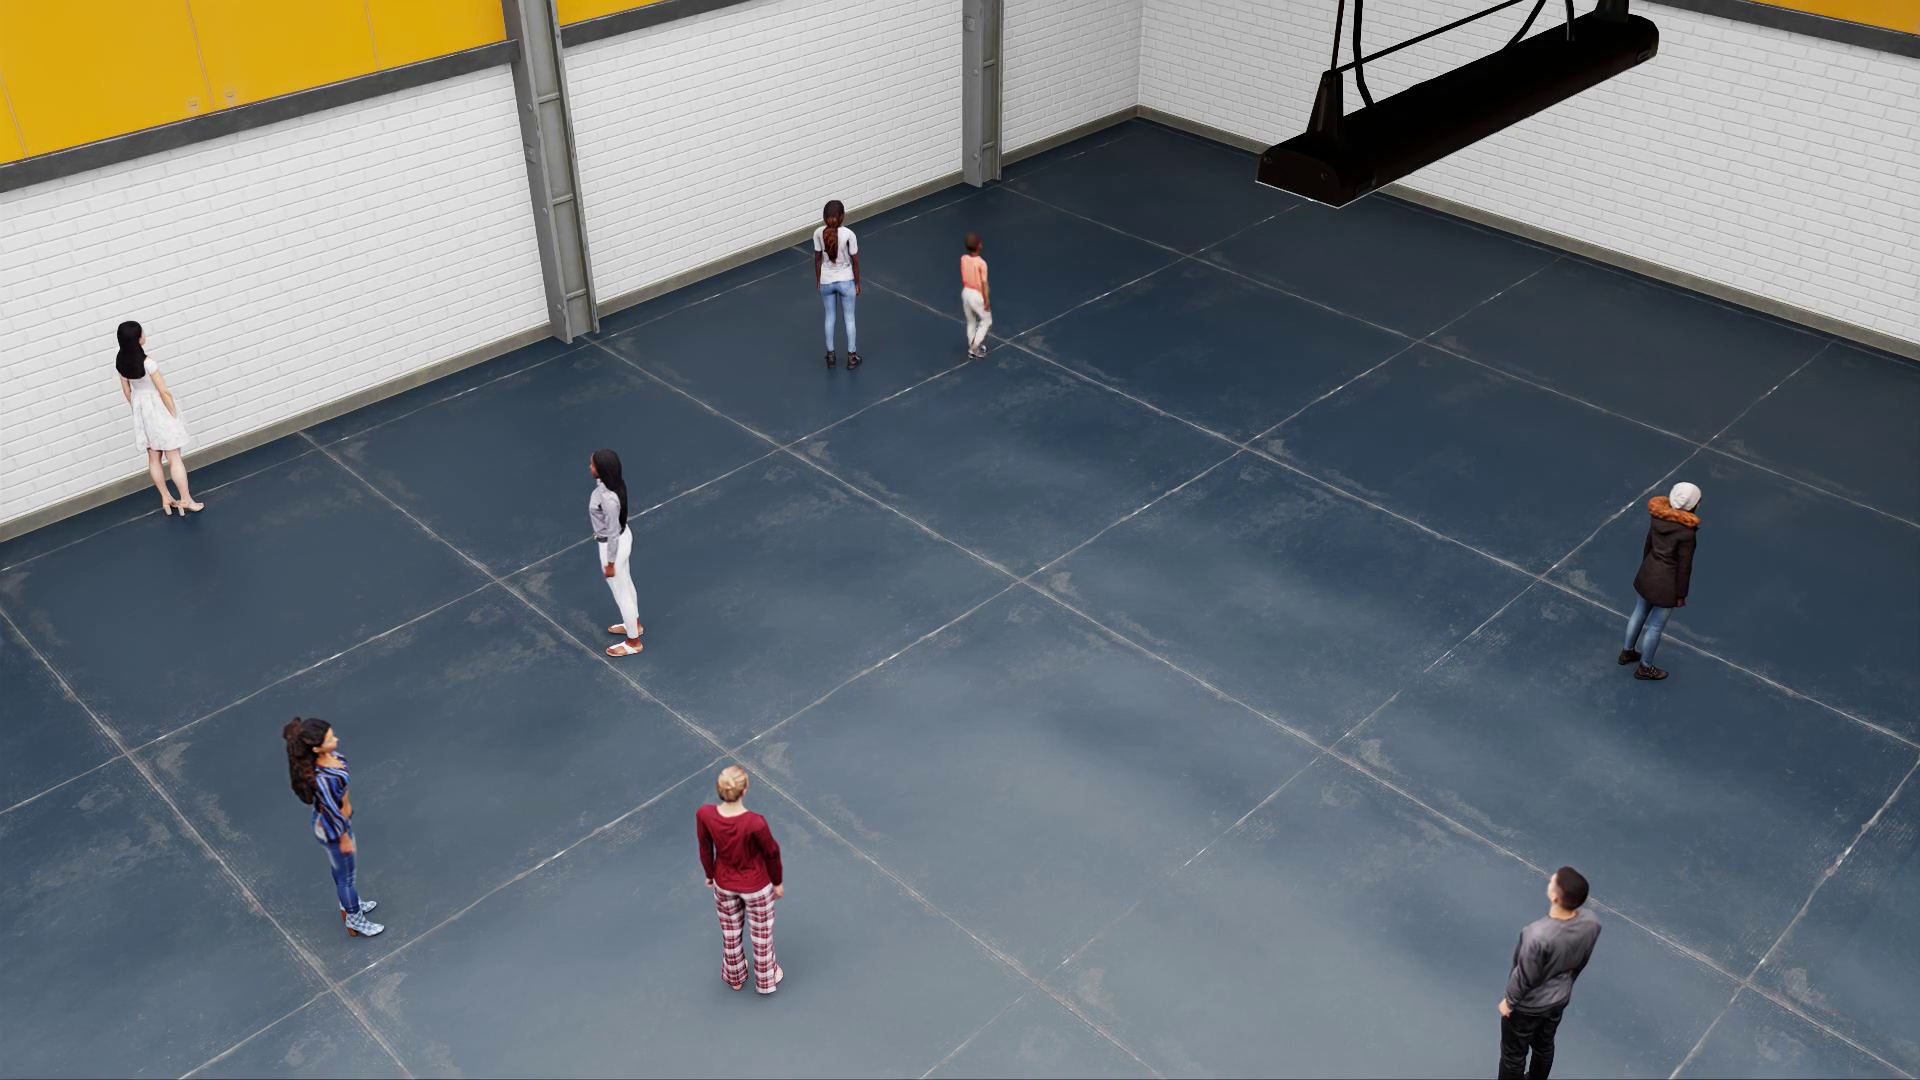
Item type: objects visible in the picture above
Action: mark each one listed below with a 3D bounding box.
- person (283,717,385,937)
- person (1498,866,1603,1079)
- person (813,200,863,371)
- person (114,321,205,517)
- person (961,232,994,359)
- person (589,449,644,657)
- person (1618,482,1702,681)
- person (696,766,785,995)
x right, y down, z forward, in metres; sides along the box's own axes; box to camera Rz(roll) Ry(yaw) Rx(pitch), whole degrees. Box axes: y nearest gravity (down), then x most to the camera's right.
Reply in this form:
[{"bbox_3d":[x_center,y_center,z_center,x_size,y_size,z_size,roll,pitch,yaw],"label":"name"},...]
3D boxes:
[{"bbox_3d":[-3.735,1.703,9.942,0.667,1.615,0.674,-14,36,-19],"label":"person"},{"bbox_3d":[3.057,2.394,8.771,0.606,1.761,0.748,-14,36,-20],"label":"person"},{"bbox_3d":[-1.192,-2.486,16.151,0.661,1.719,0.687,5,34,7],"label":"person"},{"bbox_3d":[-6.717,-1.015,13.888,0.761,1.774,0.788,10,35,14],"label":"person"},{"bbox_3d":[0.107,-2.378,16.371,0.501,1.295,0.546,27,42,35],"label":"person"},{"bbox_3d":[-2.551,0.069,12.302,0.712,1.725,0.676,-4,34,-5],"label":"person"},{"bbox_3d":[5.091,0.283,12.062,0.759,1.634,0.733,-10,35,-14],"label":"person"},{"bbox_3d":[-1.245,1.936,9.517,0.688,1.698,0.691,7,34,10],"label":"person"}]
